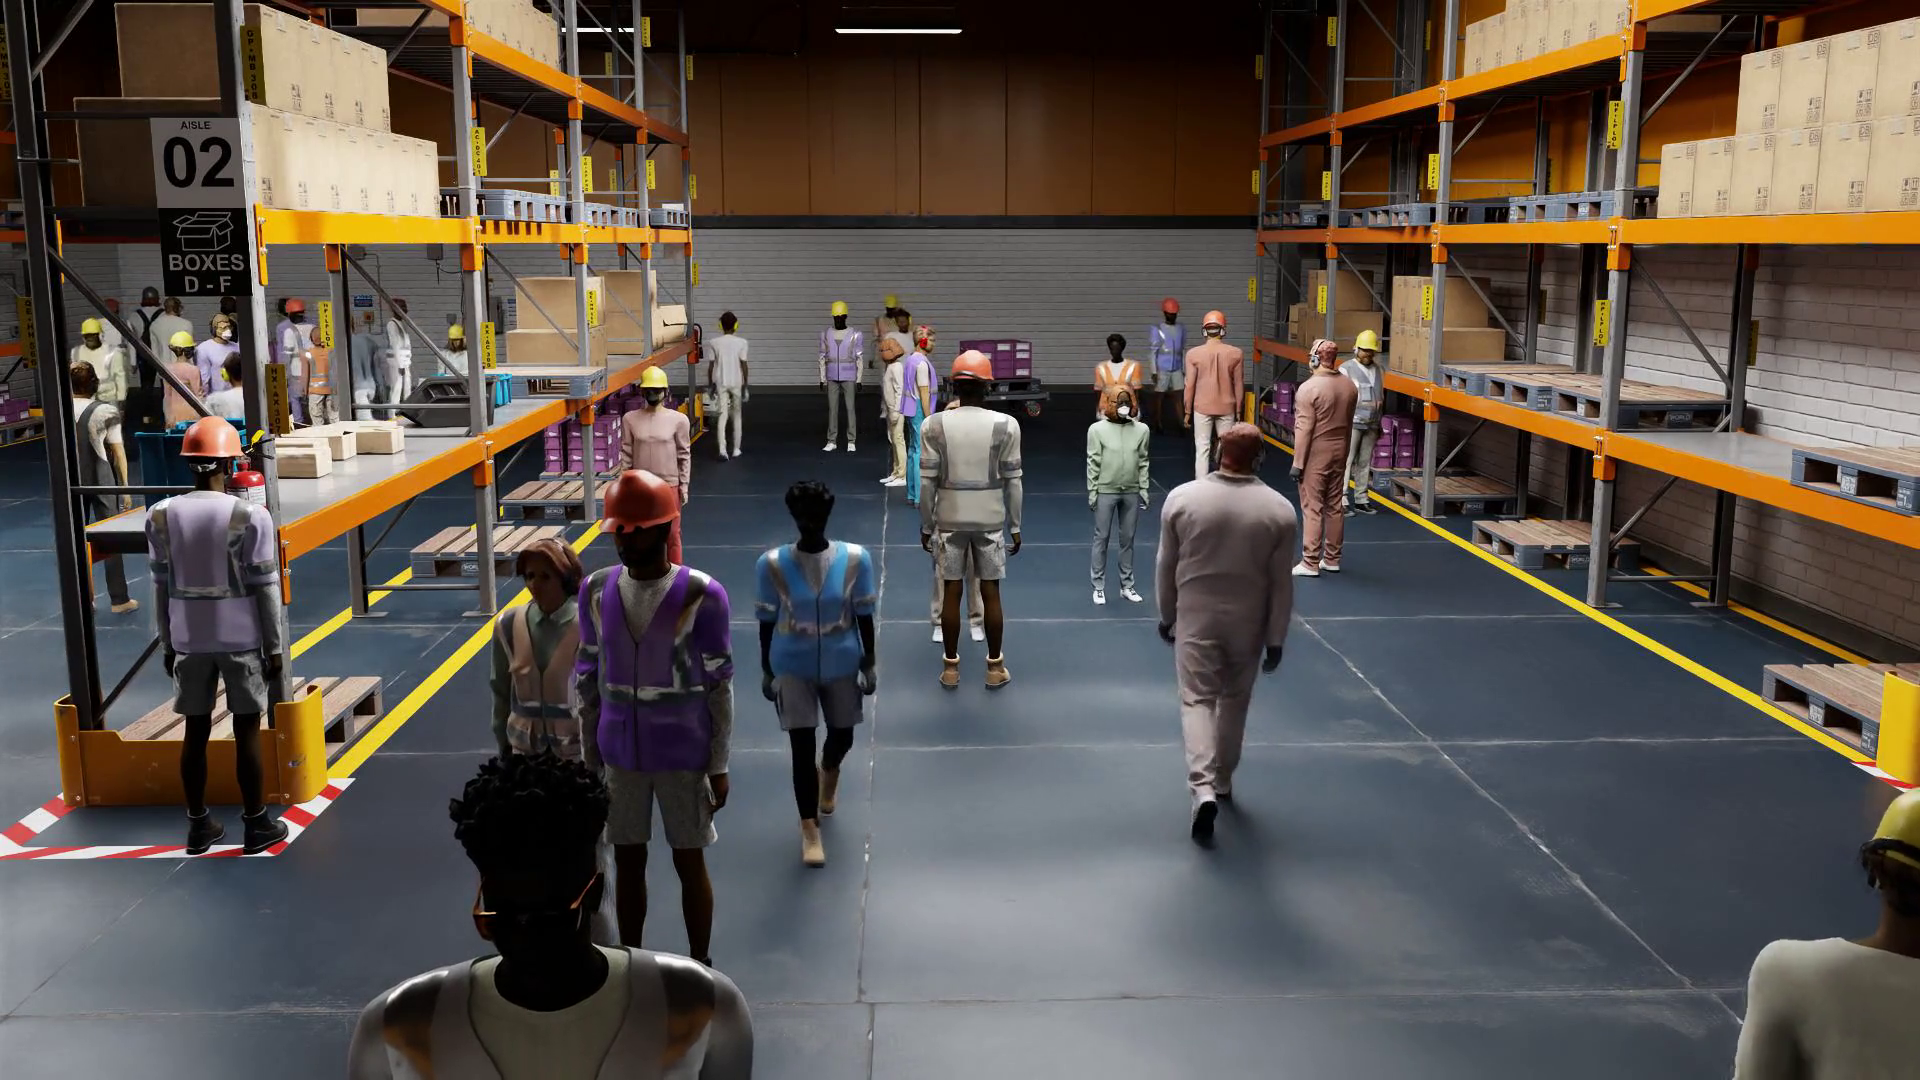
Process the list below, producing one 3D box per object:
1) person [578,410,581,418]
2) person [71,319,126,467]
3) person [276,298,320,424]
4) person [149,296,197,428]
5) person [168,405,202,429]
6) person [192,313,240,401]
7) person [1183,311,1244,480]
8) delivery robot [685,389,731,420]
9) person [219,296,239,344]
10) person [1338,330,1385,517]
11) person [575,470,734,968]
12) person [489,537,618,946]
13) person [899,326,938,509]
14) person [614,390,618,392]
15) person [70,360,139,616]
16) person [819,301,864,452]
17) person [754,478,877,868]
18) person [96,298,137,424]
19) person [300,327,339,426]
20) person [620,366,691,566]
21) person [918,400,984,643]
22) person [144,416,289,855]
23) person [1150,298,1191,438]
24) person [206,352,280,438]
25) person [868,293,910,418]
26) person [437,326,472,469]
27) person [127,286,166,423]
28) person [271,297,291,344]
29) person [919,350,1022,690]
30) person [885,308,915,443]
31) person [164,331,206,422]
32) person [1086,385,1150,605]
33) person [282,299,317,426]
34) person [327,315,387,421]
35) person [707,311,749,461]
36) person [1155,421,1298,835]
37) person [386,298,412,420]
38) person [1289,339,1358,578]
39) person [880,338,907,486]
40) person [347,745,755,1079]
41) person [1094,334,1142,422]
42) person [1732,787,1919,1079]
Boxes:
[{"bbox_3d":[-5.650,-2.598,24.518,0.637,1.798,0.941,1,10,8],"label":"person"},{"bbox_3d":[-10.134,-1.709,19.590,0.613,1.783,0.925,-2,10,-11],"label":"person"},{"bbox_3d":[-9.113,-2.373,22.941,0.401,1.910,0.640,9,14,42],"label":"person"},{"bbox_3d":[-10.746,-2.361,22.794,0.629,1.937,0.377,1,10,7],"label":"person"},{"bbox_3d":[-5.129,-0.128,11.294,0.533,1.588,0.709,6,12,32],"label":"person"},{"bbox_3d":[-7.707,-1.405,17.461,0.372,1.940,0.630,4,11,22],"label":"person"},{"bbox_3d":[2.556,-1.311,16.806,0.612,1.984,0.401,0,10,0],"label":"person"},{"bbox_3d":[-3.652,-1.949,24.081,0.707,0.478,0.477,8,13,38],"label":"delivery robot"},{"bbox_3d":[-11.240,-2.838,25.712,0.429,1.841,0.633,-2,10,-11],"label":"person"},{"bbox_3d":[3.941,-1.144,16.322,0.591,1.824,0.404,-6,12,-29],"label":"person"},{"bbox_3d":[-1.043,0.721,5.620,0.552,1.935,0.369,2,10,12],"label":"person"},{"bbox_3d":[-1.451,0.795,6.044,0.522,1.637,0.311,2,10,11],"label":"person"},{"bbox_3d":[-0.404,-1.234,16.765,0.390,1.845,0.564,-3,11,-15],"label":"person"},{"bbox_3d":[-5.291,-2.829,25.876,0.652,1.762,0.906,-4,11,-19],"label":"person"},{"bbox_3d":[-6.218,-0.361,11.901,0.516,1.843,0.326,-2,10,-9],"label":"person"},{"bbox_3d":[-1.524,-2.088,21.295,0.588,1.927,0.370,2,10,9],"label":"person"},{"bbox_3d":[-0.643,0.538,7.369,0.536,1.670,0.719,-2,10,-11],"label":"person"},{"bbox_3d":[-12.382,-2.576,24.210,0.703,1.863,0.549,-6,12,-30],"label":"person"},{"bbox_3d":[-7.840,-1.796,20.469,0.522,1.639,0.305,-9,13,-40],"label":"person"},{"bbox_3d":[-2.257,-0.402,12.342,0.525,1.772,0.302,0,10,0],"label":"person"},{"bbox_3d":[-0.018,-0.124,11.173,0.526,1.636,0.313,-1,10,-3],"label":"person"},{"bbox_3d":[-3.236,0.425,7.300,0.541,1.932,0.383,0,10,-2],"label":"person"},{"bbox_3d":[2.897,-2.353,22.833,0.570,1.898,0.814,-3,11,-16],"label":"person"},{"bbox_3d":[-5.581,-0.555,13.047,0.571,1.817,0.948,-3,11,-18],"label":"person"},{"bbox_3d":[-1.077,-2.788,25.250,0.625,1.905,0.428,3,11,17],"label":"person"},{"bbox_3d":[-5.959,-1.708,19.831,0.496,1.693,0.918,-2,10,-10],"label":"person"},{"bbox_3d":[-11.915,-2.747,24.653,0.697,2.000,0.537,-2,10,-12],"label":"person"},{"bbox_3d":[-10.620,-2.905,26.150,0.746,1.818,0.636,0,10,-1],"label":"person"},{"bbox_3d":[0.066,-0.114,9.981,0.614,2.039,0.390,1,10,4],"label":"person"},{"bbox_3d":[-0.741,-2.103,21.643,0.547,1.844,0.668,-2,10,-12],"label":"person"},{"bbox_3d":[-7.917,-1.251,17.074,0.524,1.772,0.301,5,11,26],"label":"person"},{"bbox_3d":[1.176,-0.337,12.359,0.497,1.633,0.284,-3,11,-17],"label":"person"},{"bbox_3d":[-8.820,-2.242,22.145,0.540,1.923,0.580,5,11,25],"label":"person"},{"bbox_3d":[-6.998,-1.719,19.472,1.077,1.865,0.640,6,12,30],"label":"person"},{"bbox_3d":[-2.868,-1.904,20.534,0.526,1.841,0.909,0,10,-1],"label":"person"},{"bbox_3d":[1.223,0.386,7.700,0.637,1.863,0.949,1,10,4],"label":"person"},{"bbox_3d":[-8.067,-2.551,24.036,0.395,1.883,0.577,-1,10,-3],"label":"person"},{"bbox_3d":[2.882,-0.654,13.366,0.643,1.908,0.408,-8,13,-38],"label":"person"},{"bbox_3d":[-0.733,-1.406,18.313,0.289,1.633,0.501,-2,10,-9],"label":"person"},{"bbox_3d":[-0.602,1.259,2.538,0.613,1.963,0.361,-2,10,-12],"label":"person"},{"bbox_3d":[1.742,-1.439,18.343,0.550,1.682,0.476,3,11,15],"label":"person"},{"bbox_3d":[1.632,1.298,3.013,0.563,1.720,0.852,9,13,41],"label":"person"}]
